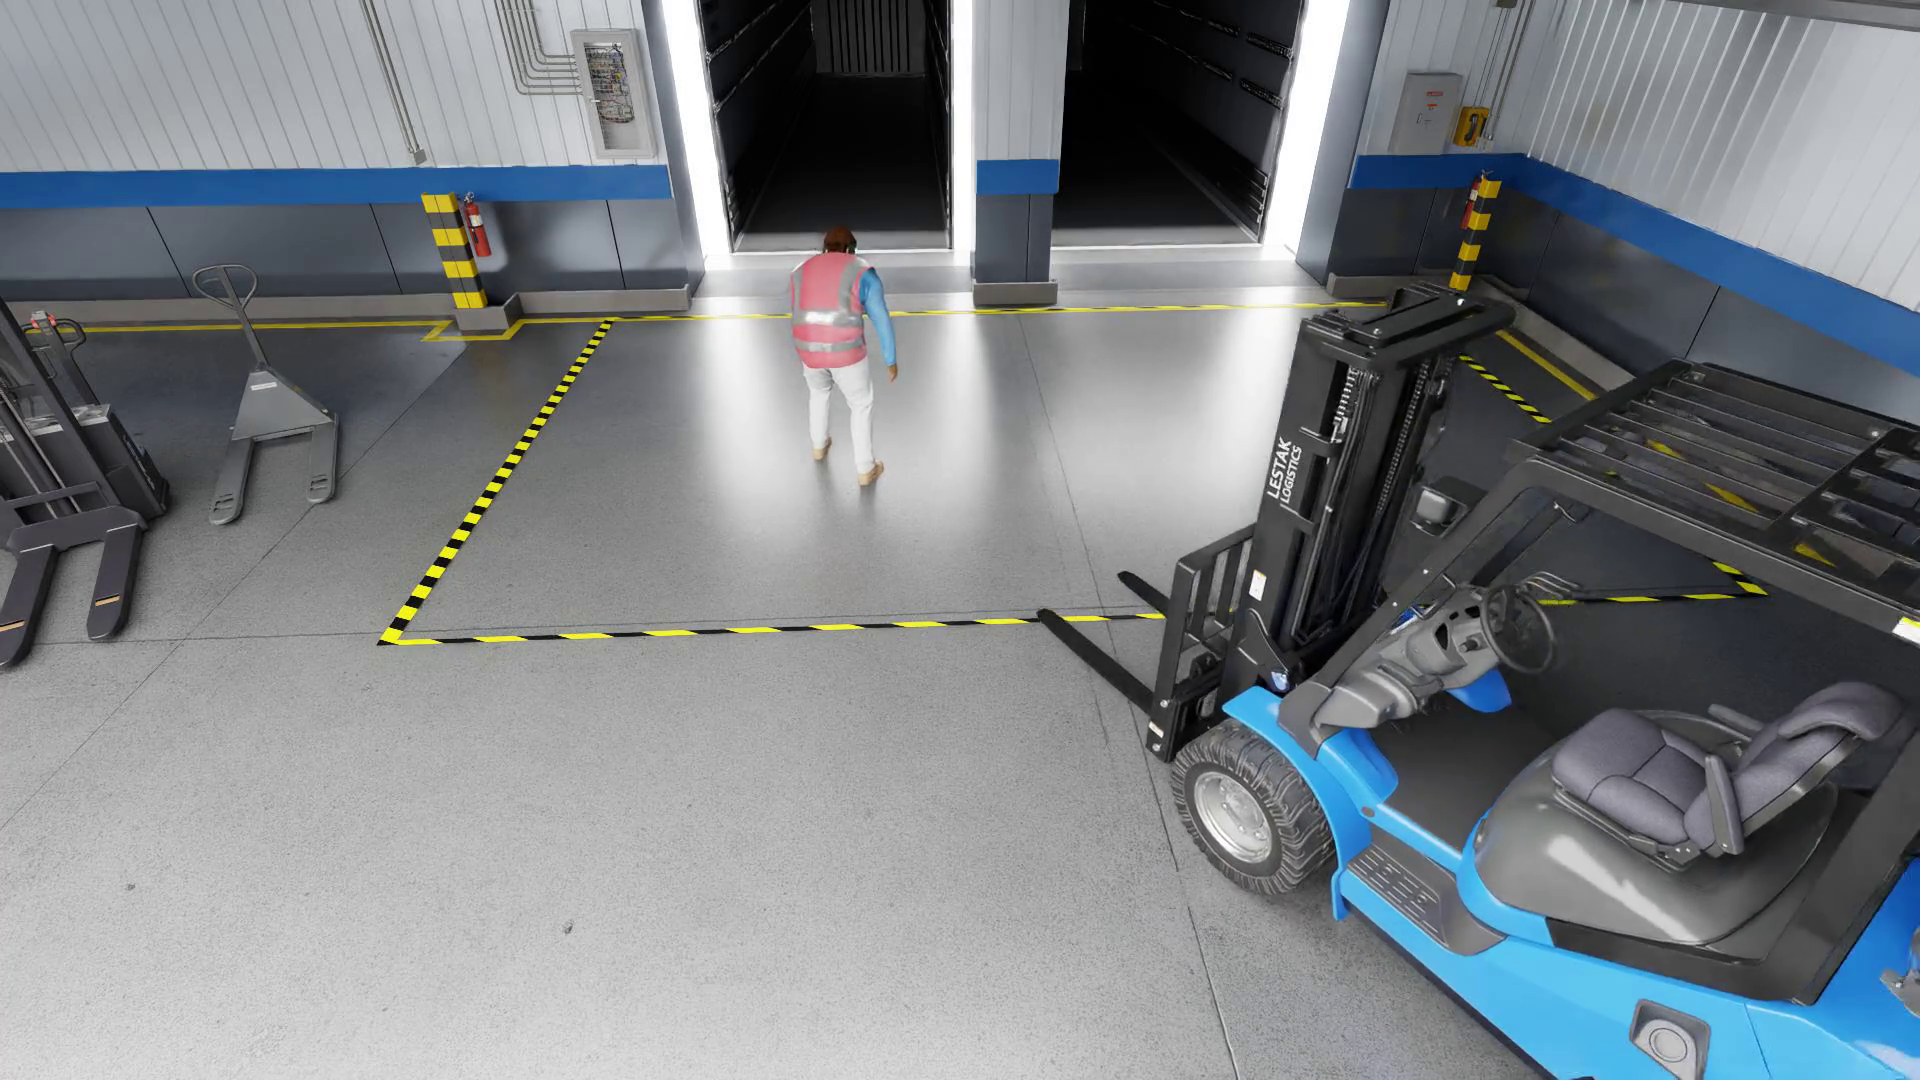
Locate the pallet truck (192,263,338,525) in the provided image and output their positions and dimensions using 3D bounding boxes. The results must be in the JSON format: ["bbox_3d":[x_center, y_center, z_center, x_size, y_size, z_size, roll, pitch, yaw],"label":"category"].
[{"bbox_3d":[-4.778,-1.027,6.128,0.680,1.201,1.601,-17,38,-23],"label":"pallet truck"}]

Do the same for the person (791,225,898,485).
[{"bbox_3d":[-0.754,-1.240,6.162,0.755,1.564,0.787,8,36,11],"label":"person"}]

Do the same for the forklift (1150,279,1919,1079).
[{"bbox_3d":[2.040,0.564,2.868,1.157,2.036,2.680,-22,40,-28],"label":"forklift"}]

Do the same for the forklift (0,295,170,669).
[{"bbox_3d":[-5.212,-0.618,4.878,0.823,1.965,1.885,-20,39,-26],"label":"forklift"}]
